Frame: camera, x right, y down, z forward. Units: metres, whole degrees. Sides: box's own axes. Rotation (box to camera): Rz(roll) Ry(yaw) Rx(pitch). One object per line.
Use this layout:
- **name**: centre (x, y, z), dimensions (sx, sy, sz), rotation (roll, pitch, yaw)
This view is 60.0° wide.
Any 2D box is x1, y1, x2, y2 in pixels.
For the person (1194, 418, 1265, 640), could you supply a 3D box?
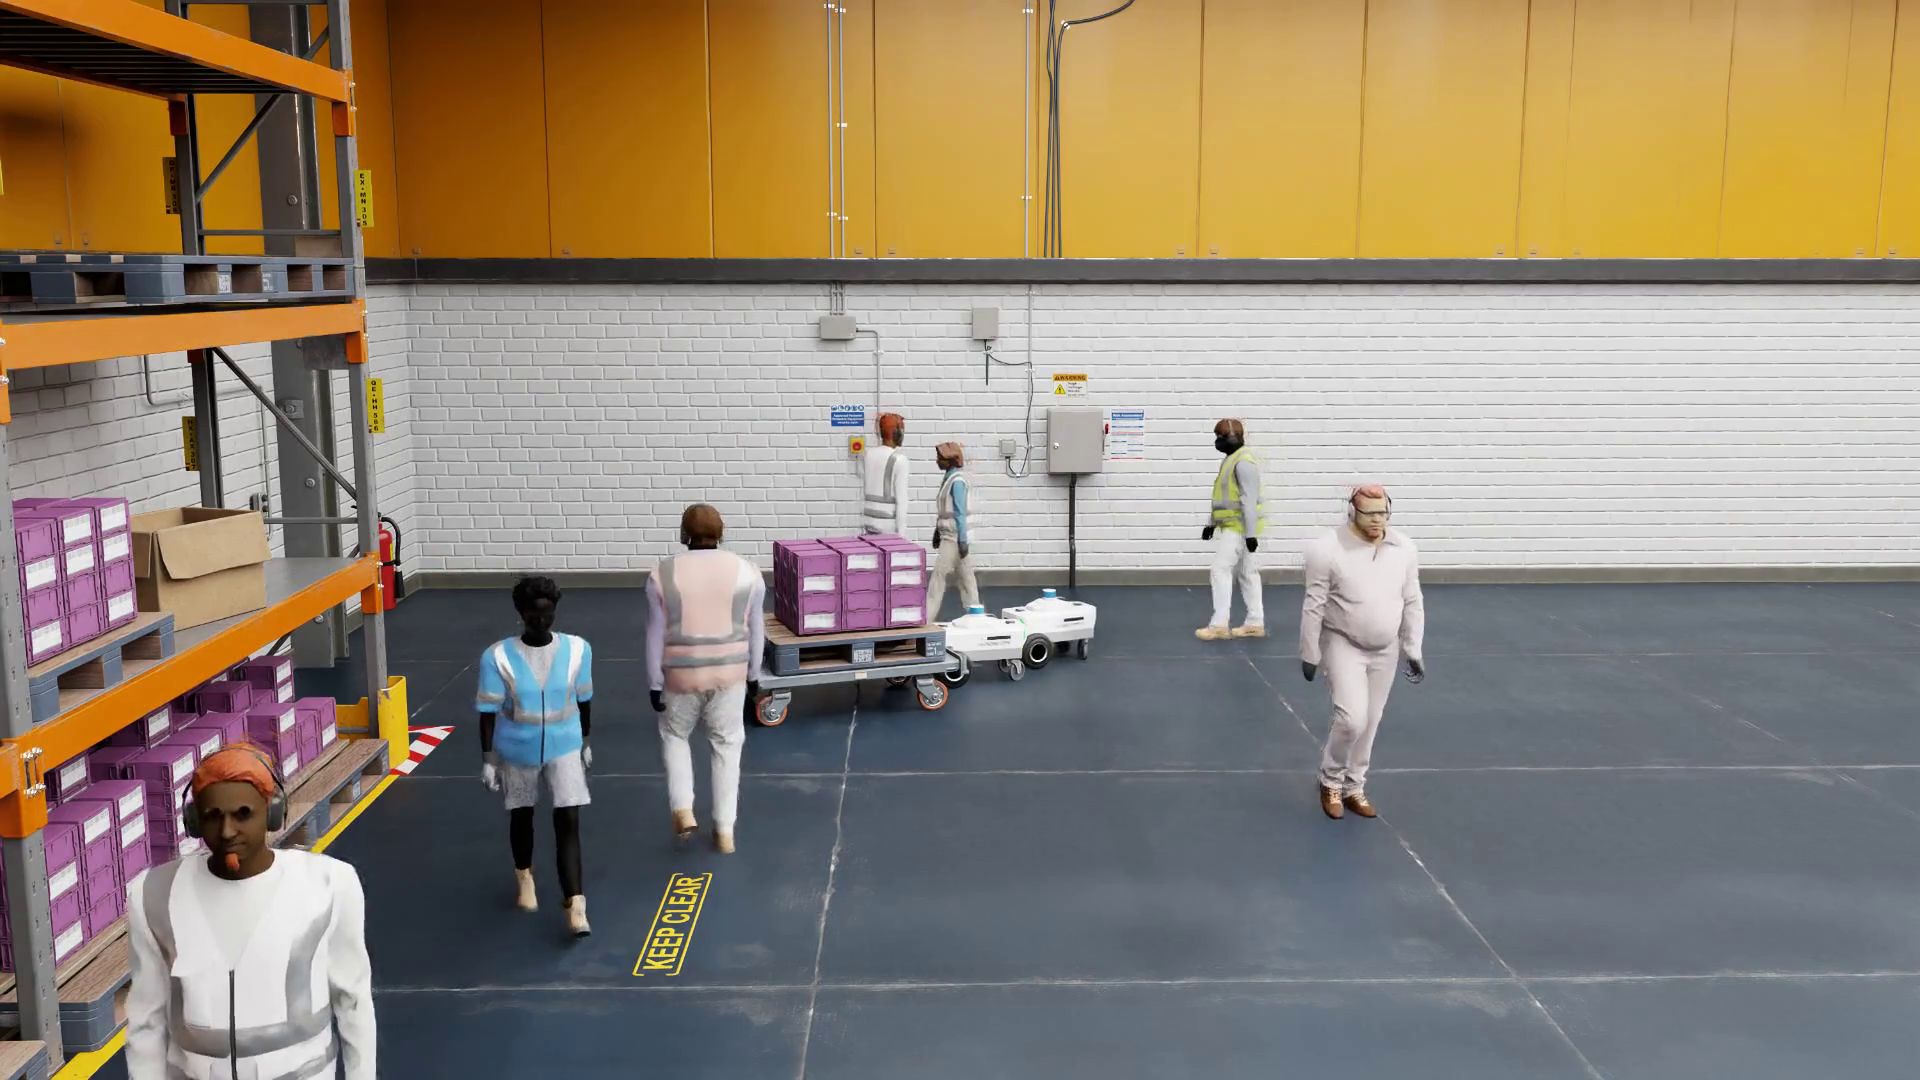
- **person**: centre (2.197, -0.088, 13.667), dimensions (0.745, 1.809, 0.642), rotation (1, 9, 4)

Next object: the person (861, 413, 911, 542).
- **person**: centre (-0.586, -0.109, 13.666), dimensions (0.584, 1.860, 0.500), rotation (9, 13, 44)

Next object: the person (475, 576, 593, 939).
- **person**: centre (-1.921, 0.979, 7.594), dimensions (0.544, 1.642, 0.883), rotation (-4, 10, -21)

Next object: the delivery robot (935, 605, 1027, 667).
- **delivery robot**: centre (0.124, 0.722, 12.257), dimensions (0.707, 0.478, 0.477), rotation (-2, 9, -15)

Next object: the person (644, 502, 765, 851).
- **person**: centre (-1.328, 0.717, 8.682), dimensions (0.629, 1.832, 0.455), rotation (-2, 10, -14)

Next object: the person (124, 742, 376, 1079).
- **person**: centre (-1.782, 1.425, 4.196), dimensions (0.572, 1.868, 0.406), rotation (-1, 9, -7)

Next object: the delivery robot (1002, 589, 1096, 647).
- **delivery robot**: centre (0.693, 0.623, 12.863), dimensions (0.707, 0.478, 0.477), rotation (-5, 10, -26)

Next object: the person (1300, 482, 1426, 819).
- **person**: centre (2.220, 0.616, 9.143), dimensions (0.640, 1.885, 0.465), rotation (-3, 10, -17)

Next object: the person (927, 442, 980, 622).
- **person**: centre (-0.163, -0.003, 13.736), dimensions (0.771, 1.605, 0.553), rotation (-1, 9, -5)
